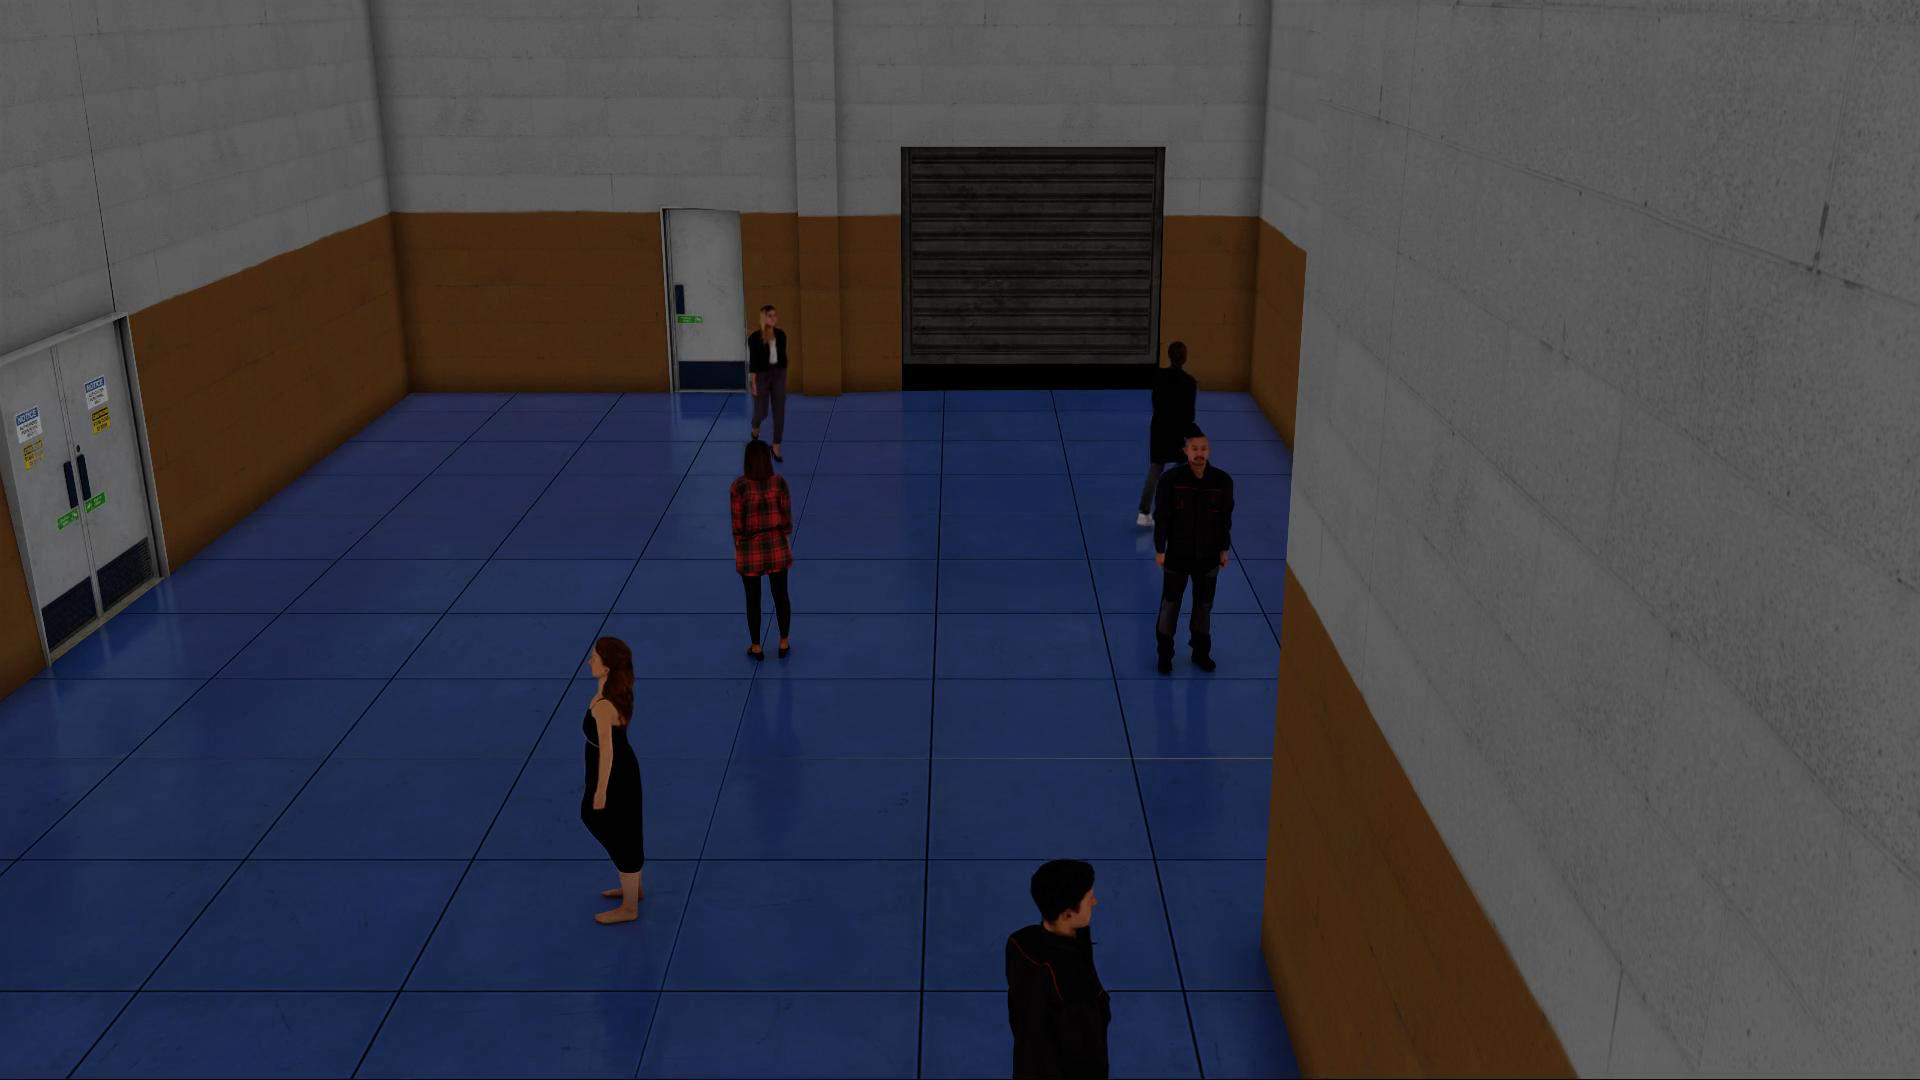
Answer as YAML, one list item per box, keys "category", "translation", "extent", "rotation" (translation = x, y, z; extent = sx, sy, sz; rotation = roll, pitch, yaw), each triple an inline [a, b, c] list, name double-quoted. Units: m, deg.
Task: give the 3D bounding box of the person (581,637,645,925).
- category: "person"
  translation: [-1.850, 1.279, 8.950]
  extent: [0.554, 1.625, 0.550]
  rotation: [0, 19, 0]

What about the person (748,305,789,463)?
- category: "person"
  translation: [-2.059, -1.665, 17.627]
  extent: [0.858, 1.660, 0.868]
  rotation: [-10, 21, -28]

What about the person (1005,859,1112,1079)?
- category: "person"
  translation: [0.357, 2.049, 6.164]
  extent: [0.754, 1.946, 0.785]
  rotation: [-8, 20, -23]

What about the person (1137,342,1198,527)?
- category: "person"
  translation: [1.891, -0.940, 15.380]
  extent: [1.182, 1.722, 1.100]
  rotation: [12, 22, 31]

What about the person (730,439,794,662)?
- category: "person"
  translation: [-1.473, 0.070, 12.415]
  extent: [0.580, 1.702, 0.724]
  rotation: [-5, 19, -14]

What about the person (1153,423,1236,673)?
- category: "person"
  translation: [1.698, 0.047, 12.201]
  extent: [0.569, 1.859, 0.844]
  rotation: [-2, 19, -5]
